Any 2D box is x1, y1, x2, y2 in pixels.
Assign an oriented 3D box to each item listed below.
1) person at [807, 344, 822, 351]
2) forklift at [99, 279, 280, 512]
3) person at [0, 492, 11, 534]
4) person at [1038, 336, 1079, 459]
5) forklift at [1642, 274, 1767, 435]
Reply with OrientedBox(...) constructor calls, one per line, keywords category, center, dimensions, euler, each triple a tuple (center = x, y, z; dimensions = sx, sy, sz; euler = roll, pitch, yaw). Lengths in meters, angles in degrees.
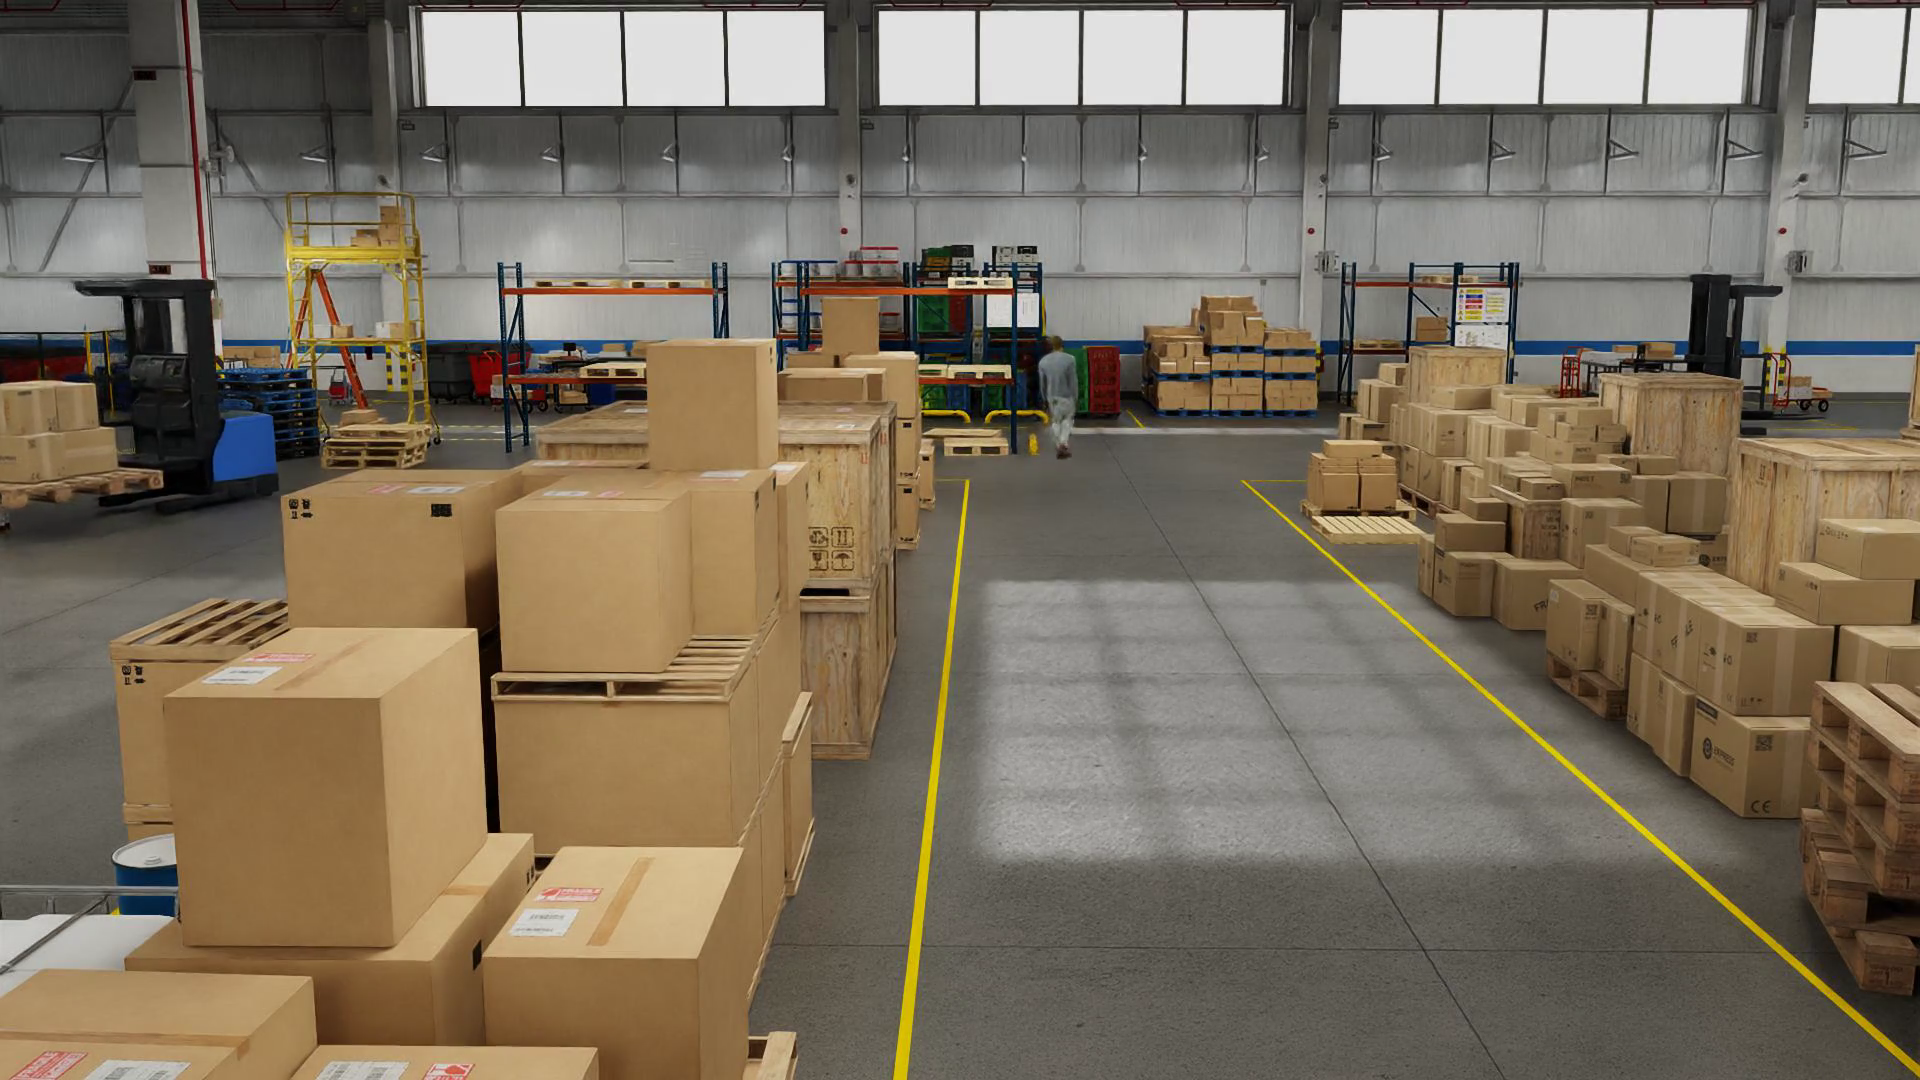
OrientedBox(category="person", center=(-1.898, -1.801, 23.343), dimensions=(0.846, 1.915, 0.550), euler=(-2, 10, -14))
OrientedBox(category="forklift", center=(-9.680, -1.866, 20.813), dimensions=(1.129, 2.768, 1.873), euler=(4, 10, 25))
OrientedBox(category="person", center=(-10.880, -0.996, 18.607), dimensions=(0.342, 1.881, 0.582), euler=(-4, 10, -20))
OrientedBox(category="person", center=(1.546, -2.195, 25.706), dimensions=(0.691, 1.904, 0.430), euler=(5, 11, 28))
OrientedBox(category="forklift", center=(13.097, -3.274, 29.247), dimensions=(1.873, 2.768, 1.129), euler=(0, 9, 1))
